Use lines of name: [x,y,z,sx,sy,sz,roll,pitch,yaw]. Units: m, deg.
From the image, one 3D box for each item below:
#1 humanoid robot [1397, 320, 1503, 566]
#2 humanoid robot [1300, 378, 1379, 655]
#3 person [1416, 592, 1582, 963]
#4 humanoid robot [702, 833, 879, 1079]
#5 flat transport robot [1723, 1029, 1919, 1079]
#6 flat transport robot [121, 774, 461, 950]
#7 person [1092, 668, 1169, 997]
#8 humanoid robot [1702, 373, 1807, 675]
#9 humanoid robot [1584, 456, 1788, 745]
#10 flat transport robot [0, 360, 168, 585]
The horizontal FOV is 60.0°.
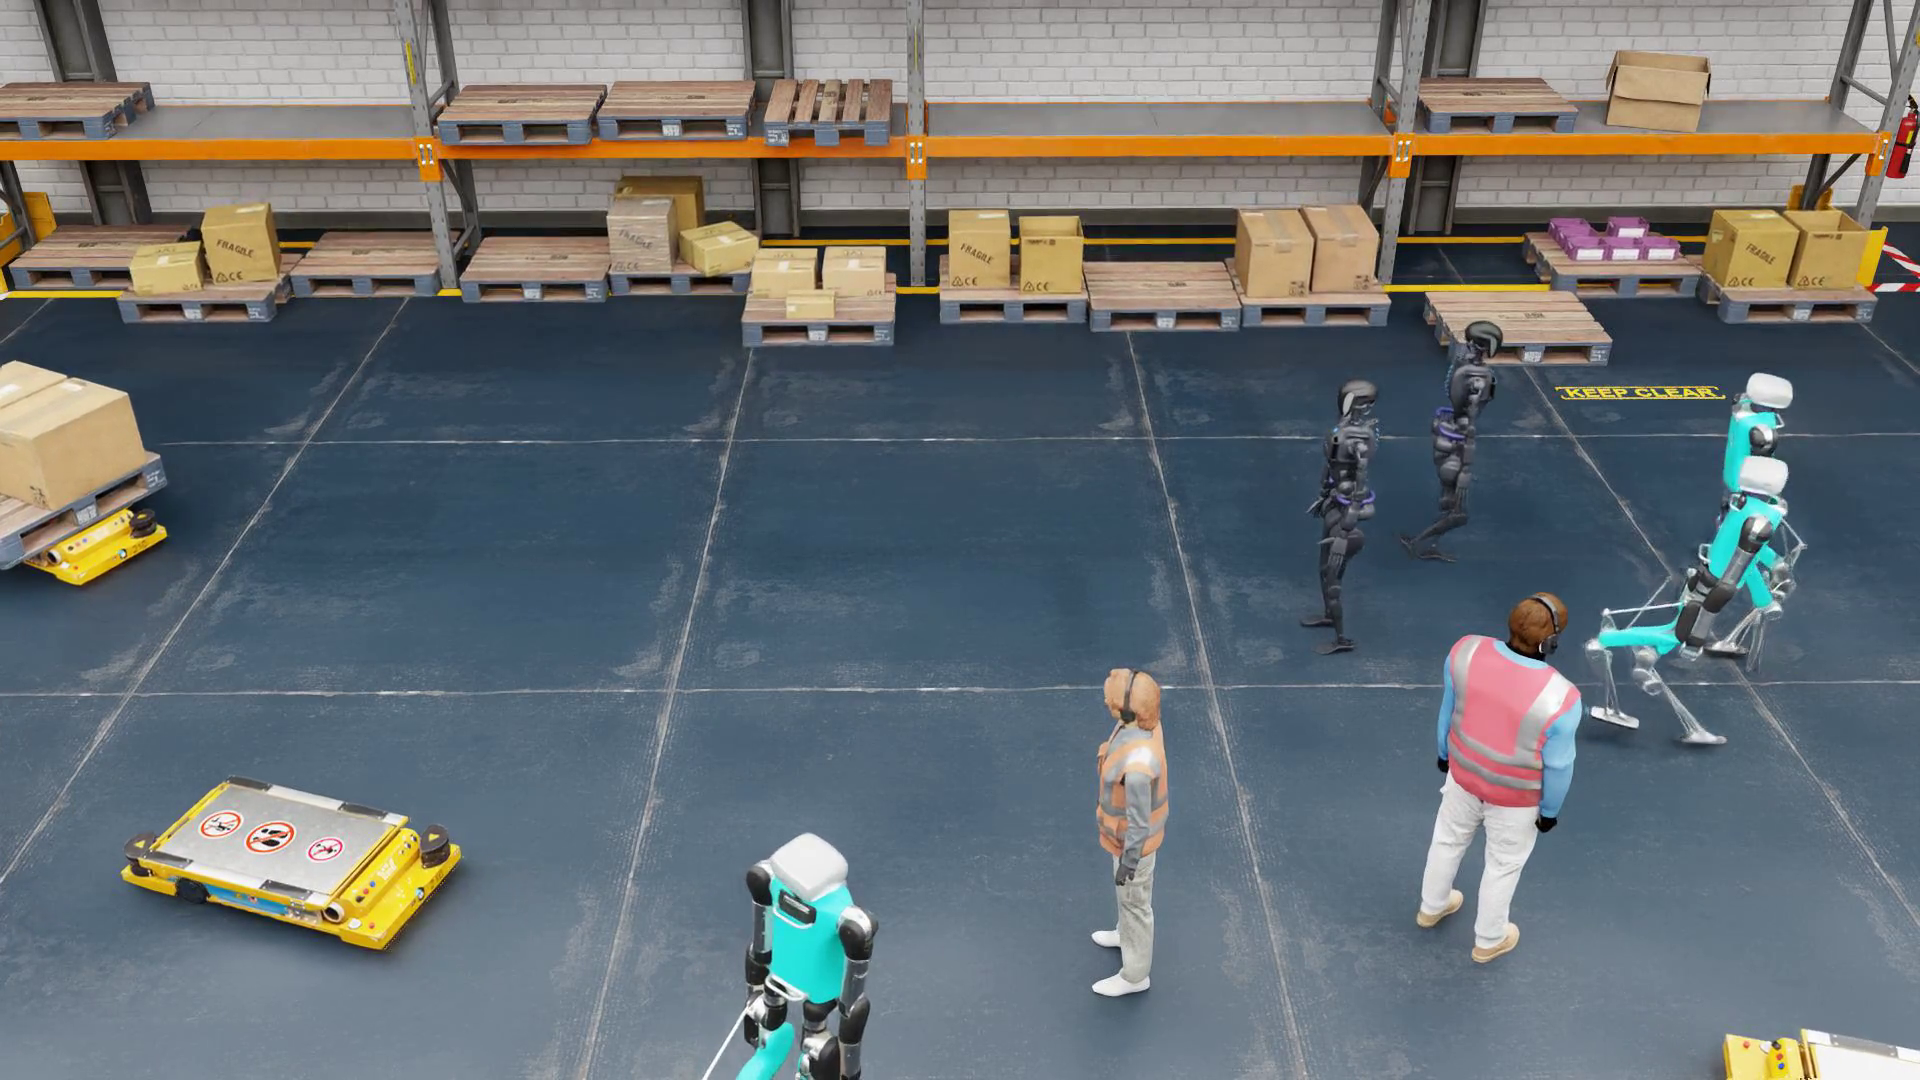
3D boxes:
humanoid robot: [2.926,-0.572,9.993,0.452,1.650,0.598,4,31,6]
humanoid robot: [2.117,-0.148,9.291,0.332,1.656,0.599,-1,31,-2]
person: [2.336,1.022,7.197,0.431,1.837,0.630,-25,39,-35]
humanoid robot: [-0.659,1.871,5.885,0.556,1.730,1.041,20,37,30]
flat transport robot: [3.814,2.327,6.537,1.431,0.231,0.659,8,32,13]
flat transport robot: [-3.179,1.508,7.900,1.431,0.231,0.659,10,32,16]
person: [0.717,1.234,7.025,0.310,1.636,0.520,3,31,4]
humanoid robot: [4.430,-0.006,9.098,0.717,1.898,0.537,5,31,8]
humanoid robot: [3.590,0.336,8.430,0.987,1.733,0.530,13,33,21]
flat transport robot: [-5.827,-0.102,10.580,1.431,0.231,0.659,15,34,23]
